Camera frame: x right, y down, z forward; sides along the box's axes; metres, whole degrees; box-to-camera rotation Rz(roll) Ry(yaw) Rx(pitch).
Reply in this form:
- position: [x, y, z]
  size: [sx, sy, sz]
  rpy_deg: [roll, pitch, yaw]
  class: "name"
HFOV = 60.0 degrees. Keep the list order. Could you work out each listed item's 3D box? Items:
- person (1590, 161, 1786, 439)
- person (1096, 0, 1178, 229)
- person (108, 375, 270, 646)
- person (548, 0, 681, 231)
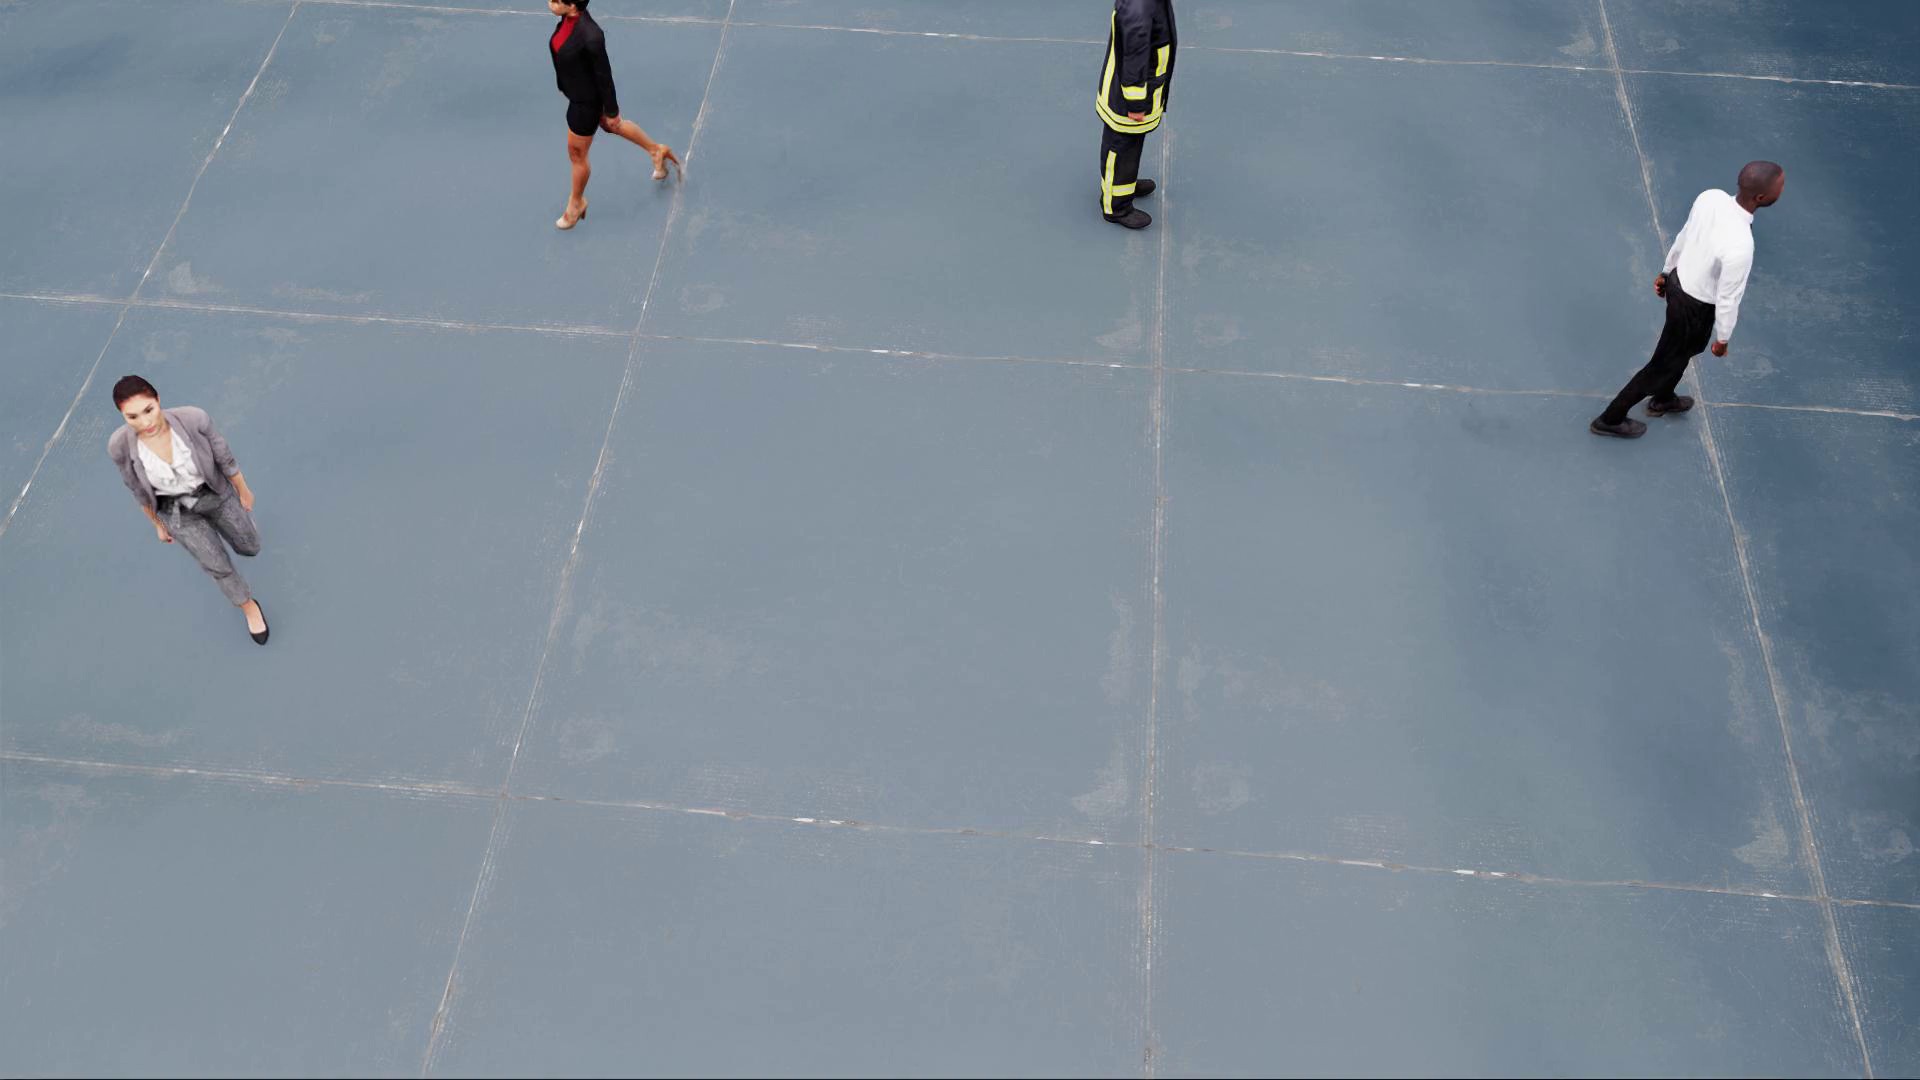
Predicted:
- position: [3.584, -1.167, 8.389]
  size: [0.881, 1.816, 0.746]
  rpy_deg: [-4, 52, -3]
  class: "person"
- position: [0.993, -2.652, 9.468]
  size: [0.677, 1.928, 0.800]
  rpy_deg: [8, 53, 6]
  class: "person"
- position: [-3.548, -0.208, 7.744]
  size: [0.938, 1.660, 0.928]
  rpy_deg: [-20, 55, -15]
  class: "person"
- position: [-2.059, -2.553, 9.601]
  size: [1.129, 1.596, 0.915]
  rpy_deg: [-20, 55, -15]
  class: "person"
